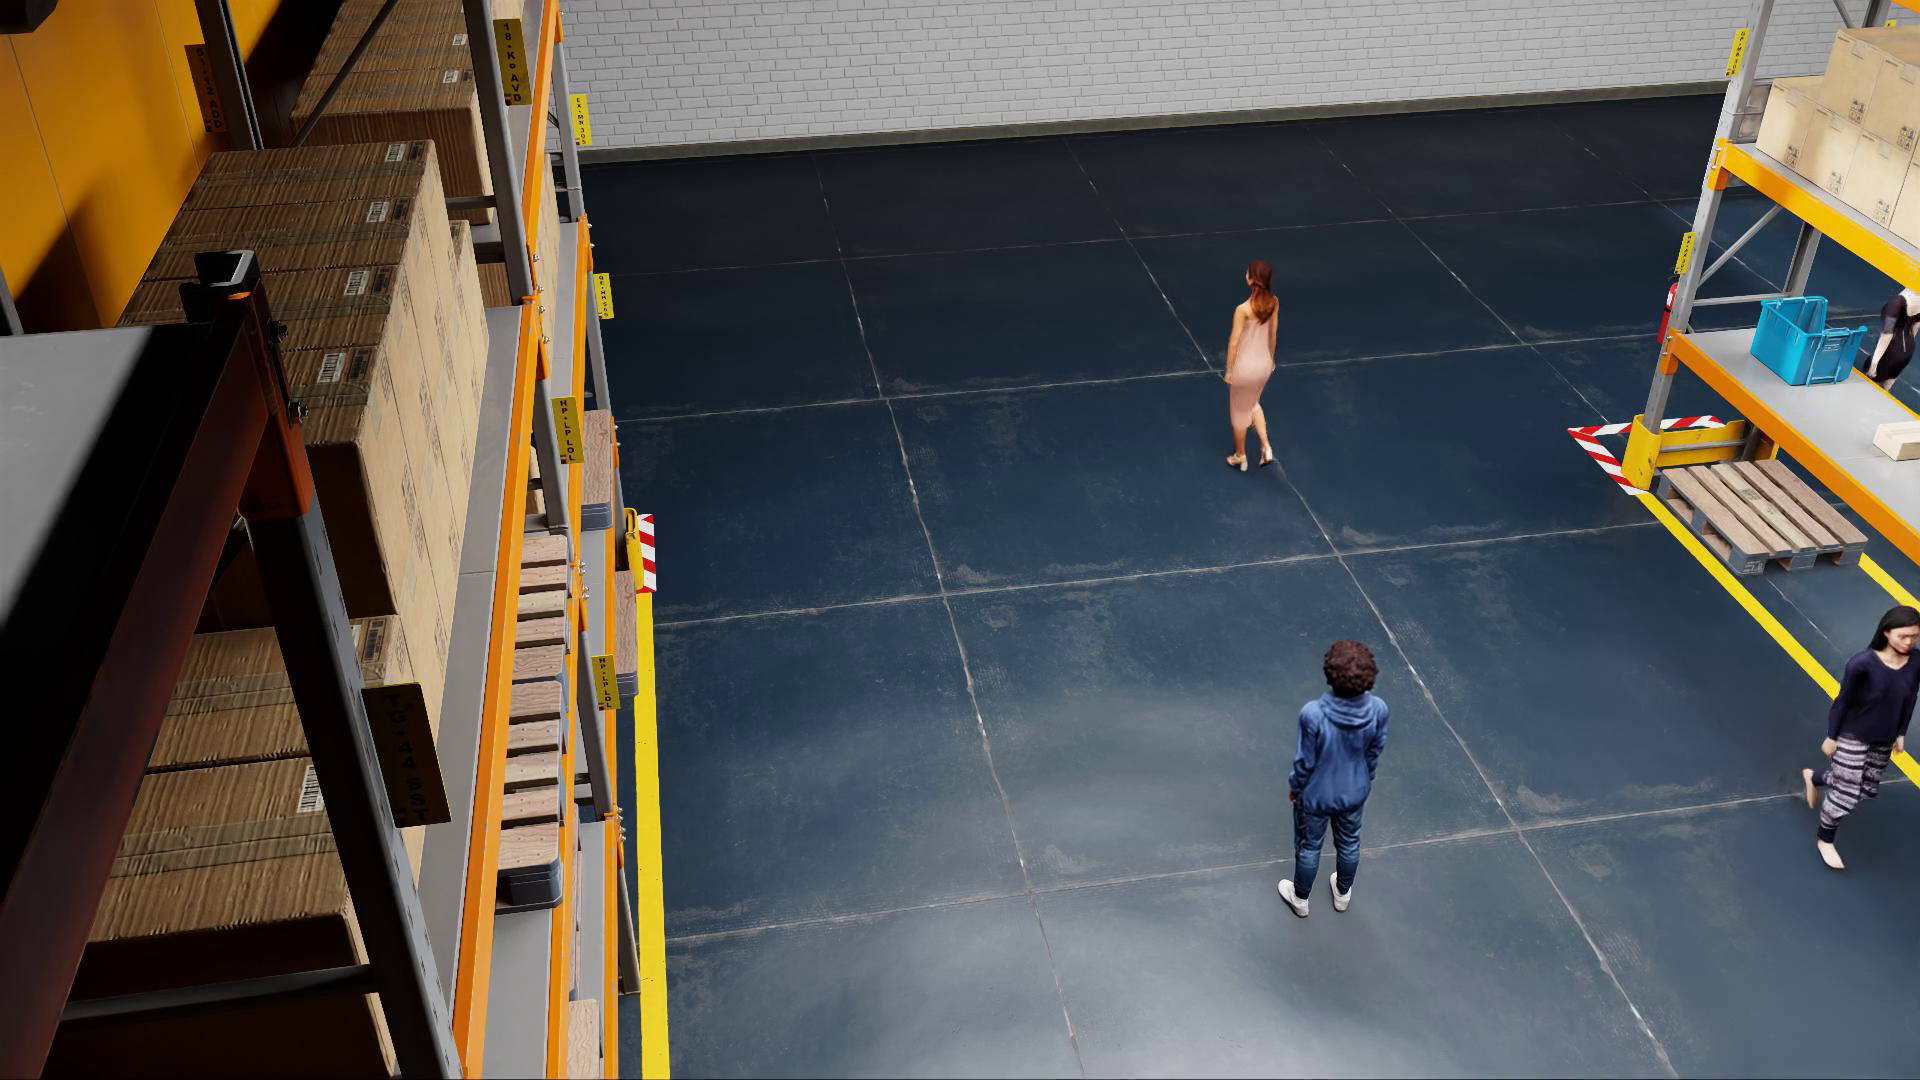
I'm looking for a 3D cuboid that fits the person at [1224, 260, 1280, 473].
[{"bbox_3d":[2.324,-1.289,12.949,0.737,1.821,0.826,-17,37,-24],"label":"person"}]

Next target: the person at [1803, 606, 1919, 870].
[{"bbox_3d":[5.144,1.052,9.516,0.627,1.721,0.822,-4,34,-6],"label":"person"}]

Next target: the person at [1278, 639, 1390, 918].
[{"bbox_3d":[2.028,1.312,9.046,0.676,1.809,0.554,-4,34,-7],"label":"person"}]
